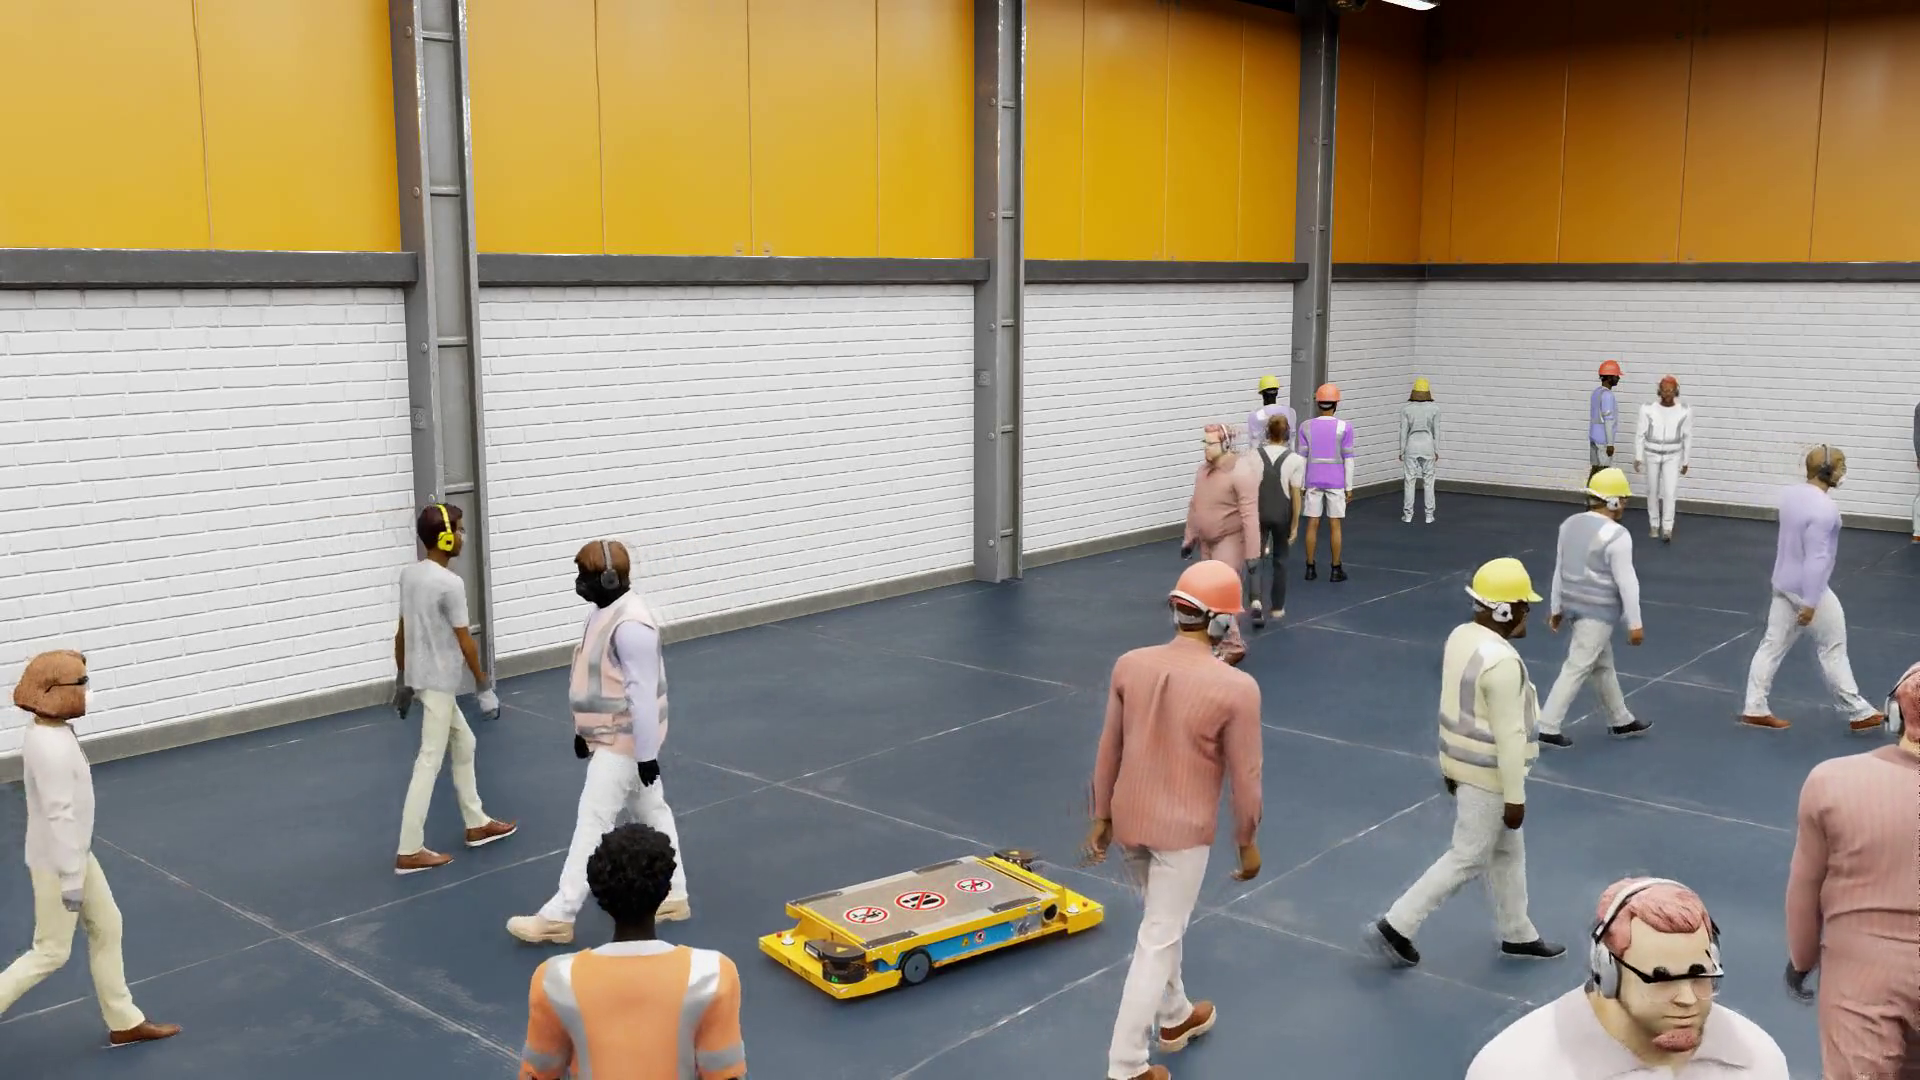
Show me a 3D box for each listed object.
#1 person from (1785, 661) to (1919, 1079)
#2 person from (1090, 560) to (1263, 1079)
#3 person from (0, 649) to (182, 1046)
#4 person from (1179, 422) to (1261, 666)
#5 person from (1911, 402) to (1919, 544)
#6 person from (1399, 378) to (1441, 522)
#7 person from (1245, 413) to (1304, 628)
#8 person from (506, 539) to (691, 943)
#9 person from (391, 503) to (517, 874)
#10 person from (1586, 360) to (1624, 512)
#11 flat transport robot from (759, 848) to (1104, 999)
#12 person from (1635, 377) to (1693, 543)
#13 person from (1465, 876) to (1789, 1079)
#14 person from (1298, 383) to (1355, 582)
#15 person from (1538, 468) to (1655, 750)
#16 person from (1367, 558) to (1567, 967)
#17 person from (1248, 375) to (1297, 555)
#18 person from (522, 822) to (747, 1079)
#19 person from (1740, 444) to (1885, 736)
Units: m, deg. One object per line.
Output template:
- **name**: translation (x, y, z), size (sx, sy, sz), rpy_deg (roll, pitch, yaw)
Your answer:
- **person**: translation (2.759, 1.285, 4.861), size (0.634, 1.870, 0.949), rpy_deg (4, 10, 23)
- **person**: translation (0.817, 1.043, 6.115), size (0.889, 1.942, 0.625), rpy_deg (-9, 12, -43)
- **person**: translation (-3.408, 1.199, 6.188), size (0.765, 1.608, 0.510), rpy_deg (-5, 10, -28)
- **person**: translation (1.959, 0.050, 12.545), size (0.483, 1.886, 0.686), rpy_deg (-3, 10, -21)
- **person**: translation (10.758, -0.890, 18.267), size (0.372, 1.940, 0.630), rpy_deg (-3, 9, -17)
- **person**: translation (5.540, -1.079, 20.063), size (0.483, 1.745, 0.301), rpy_deg (2, 9, 12)
- **person**: translation (2.636, -0.166, 14.111), size (0.517, 1.820, 0.859), rpy_deg (2, 9, 15)
- **person**: translation (-1.651, 0.896, 7.469), size (0.921, 1.798, 0.647), rpy_deg (-3, 10, -19)
- **person**: translation (-2.535, 0.730, 8.411), size (0.849, 1.836, 0.504), rpy_deg (-8, 12, -41)
- **person**: translation (7.930, -1.238, 20.453), size (0.359, 1.939, 0.542), rpy_deg (0, 9, 2)
- **flat transport robot**: translation (-0.112, 1.673, 7.393), size (1.431, 0.197, 0.652), rpy_deg (-7, 11, -36)
- **person**: translation (7.856, -0.889, 18.597), size (0.577, 1.824, 1.002), rpy_deg (4, 10, 23)
- **person**: translation (1.257, 1.531, 3.240), size (0.649, 1.891, 0.610), rpy_deg (-1, 9, -5)
- **person**: translation (3.557, -0.556, 16.166), size (0.543, 1.941, 0.353), rpy_deg (4, 10, 24)
- **person**: translation (4.010, 0.435, 10.457), size (0.946, 1.780, 0.612), rpy_deg (-2, 9, -13)
- **person**: translation (2.186, 0.963, 7.084), size (0.858, 1.802, 0.602), rpy_deg (0, 9, 0)
- **person**: translation (3.296, -0.795, 17.741), size (0.585, 1.916, 0.390), rpy_deg (-4, 10, -23)
- **person**: translation (-0.799, 1.508, 4.115), size (0.540, 1.646, 0.891), rpy_deg (-1, 9, -7)
- **person**: translation (5.597, 0.330, 10.750), size (0.977, 1.897, 0.636), rpy_deg (1, 9, 3)
